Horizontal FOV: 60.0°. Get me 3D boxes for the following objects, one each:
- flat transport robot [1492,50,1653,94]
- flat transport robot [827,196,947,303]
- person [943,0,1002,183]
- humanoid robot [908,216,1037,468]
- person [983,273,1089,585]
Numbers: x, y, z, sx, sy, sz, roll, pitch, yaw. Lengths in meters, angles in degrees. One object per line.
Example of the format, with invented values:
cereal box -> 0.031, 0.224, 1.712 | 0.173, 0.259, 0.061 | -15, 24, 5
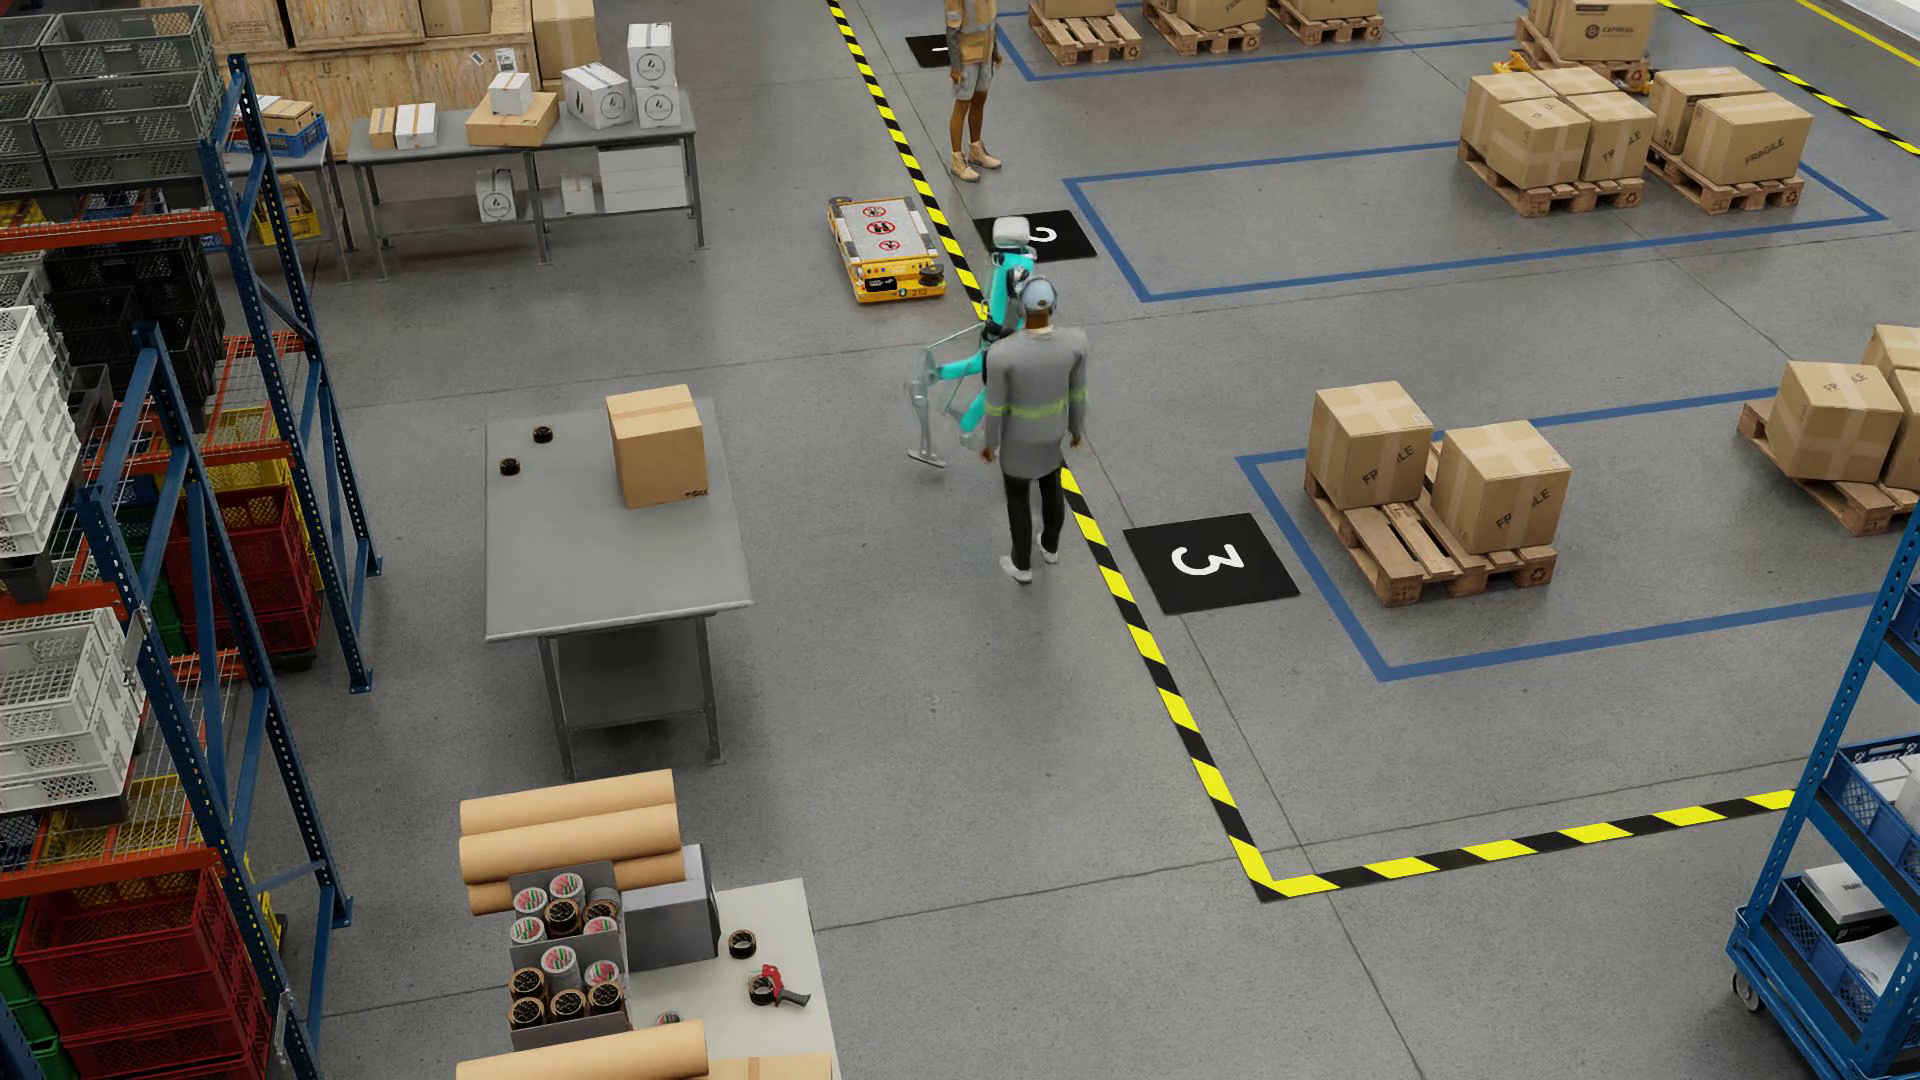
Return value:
flat transport robot -> 5.723, -4.326, 15.344 | 1.431, 0.197, 0.652 | -1, 37, -1
flat transport robot -> -0.570, -2.220, 12.538 | 0.659, 0.231, 1.431 | -8, 37, -10
person -> 0.126, -3.902, 13.316 | 0.372, 2.042, 0.606 | 25, 43, 29
humanoid robot -> 0.013, -1.064, 9.810 | 1.047, 1.769, 0.537 | -1, 37, -2
person -> 0.394, -0.620, 9.065 | 0.596, 1.852, 0.395 | -13, 39, -17
